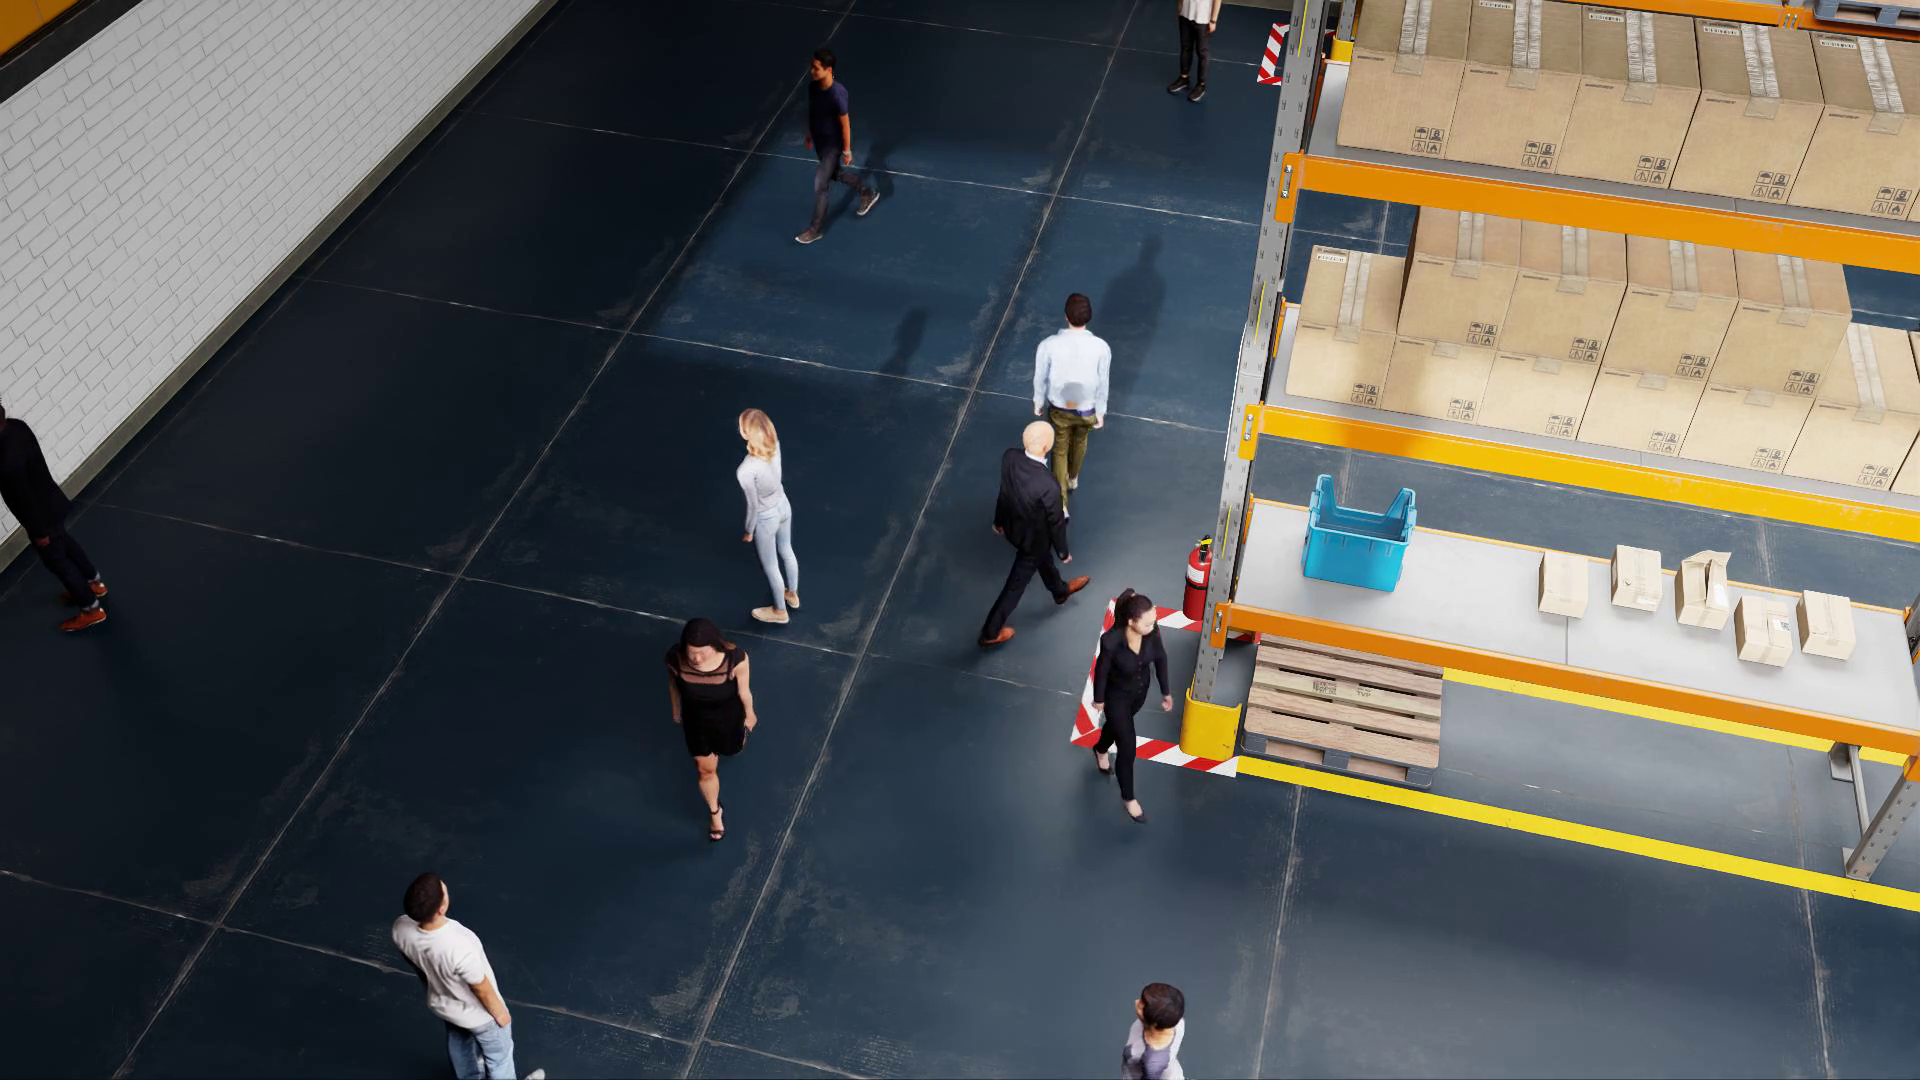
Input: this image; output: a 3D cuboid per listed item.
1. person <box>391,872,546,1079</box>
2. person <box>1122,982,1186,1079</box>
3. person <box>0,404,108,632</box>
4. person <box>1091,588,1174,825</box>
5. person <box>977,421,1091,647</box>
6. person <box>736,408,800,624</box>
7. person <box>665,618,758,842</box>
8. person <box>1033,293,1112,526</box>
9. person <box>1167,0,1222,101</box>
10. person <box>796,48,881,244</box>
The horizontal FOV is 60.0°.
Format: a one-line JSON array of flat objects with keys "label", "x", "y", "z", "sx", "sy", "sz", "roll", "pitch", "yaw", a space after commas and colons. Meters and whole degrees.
[{"label": "person", "x": -2.495, "y": 2.294, "z": 8.337, "sx": 0.594, "sy": 1.858, "sz": 0.785, "roll": 22, "pitch": 48, "yaw": 21}, {"label": "person", "x": 0.995, "y": 2.683, "z": 8.152, "sx": 0.614, "sy": 1.550, "sz": 0.593, "roll": 14, "pitch": 45, "yaw": 14}, {"label": "person", "x": -6.052, "y": -0.205, "z": 10.991, "sx": 0.857, "sy": 1.815, "sz": 0.820, "roll": -17, "pitch": 46, "yaw": -17}, {"label": "person", "x": 0.937, "y": 0.878, "z": 9.949, "sx": 0.865, "sy": 1.685, "sz": 0.960, "roll": -26, "pitch": 50, "yaw": -25}, {"label": "person", "x": 0.395, "y": -0.001, "z": 10.817, "sx": 1.254, "sy": 1.760, "sz": 1.238, "roll": -25, "pitch": 49, "yaw": -24}, {"label": "person", "x": -1.261, "y": -0.158, "z": 10.956, "sx": 0.563, "sy": 1.796, "sz": 0.627, "roll": 20, "pitch": 47, "yaw": 19}, {"label": "person", "x": -1.439, "y": 0.987, "z": 9.836, "sx": 1.060, "sy": 1.684, "sz": 0.896, "roll": 1, "pitch": 44, "yaw": 1}, {"label": "person", "x": 0.791, "y": -0.884, "z": 11.728, "sx": 1.125, "sy": 1.783, "sz": 0.903, "roll": 1, "pitch": 44, "yaw": 1}, {"label": "person", "x": 2.336, "y": -5.166, "z": 16.267, "sx": 0.763, "sy": 1.720, "sz": 0.640, "roll": -35, "pitch": 53, "yaw": -31}, {"label": "person", "x": -1.066, "y": -3.468, "z": 14.458, "sx": 1.181, "sy": 1.759, "sz": 1.157, "roll": -24, "pitch": 49, "yaw": -23}]
